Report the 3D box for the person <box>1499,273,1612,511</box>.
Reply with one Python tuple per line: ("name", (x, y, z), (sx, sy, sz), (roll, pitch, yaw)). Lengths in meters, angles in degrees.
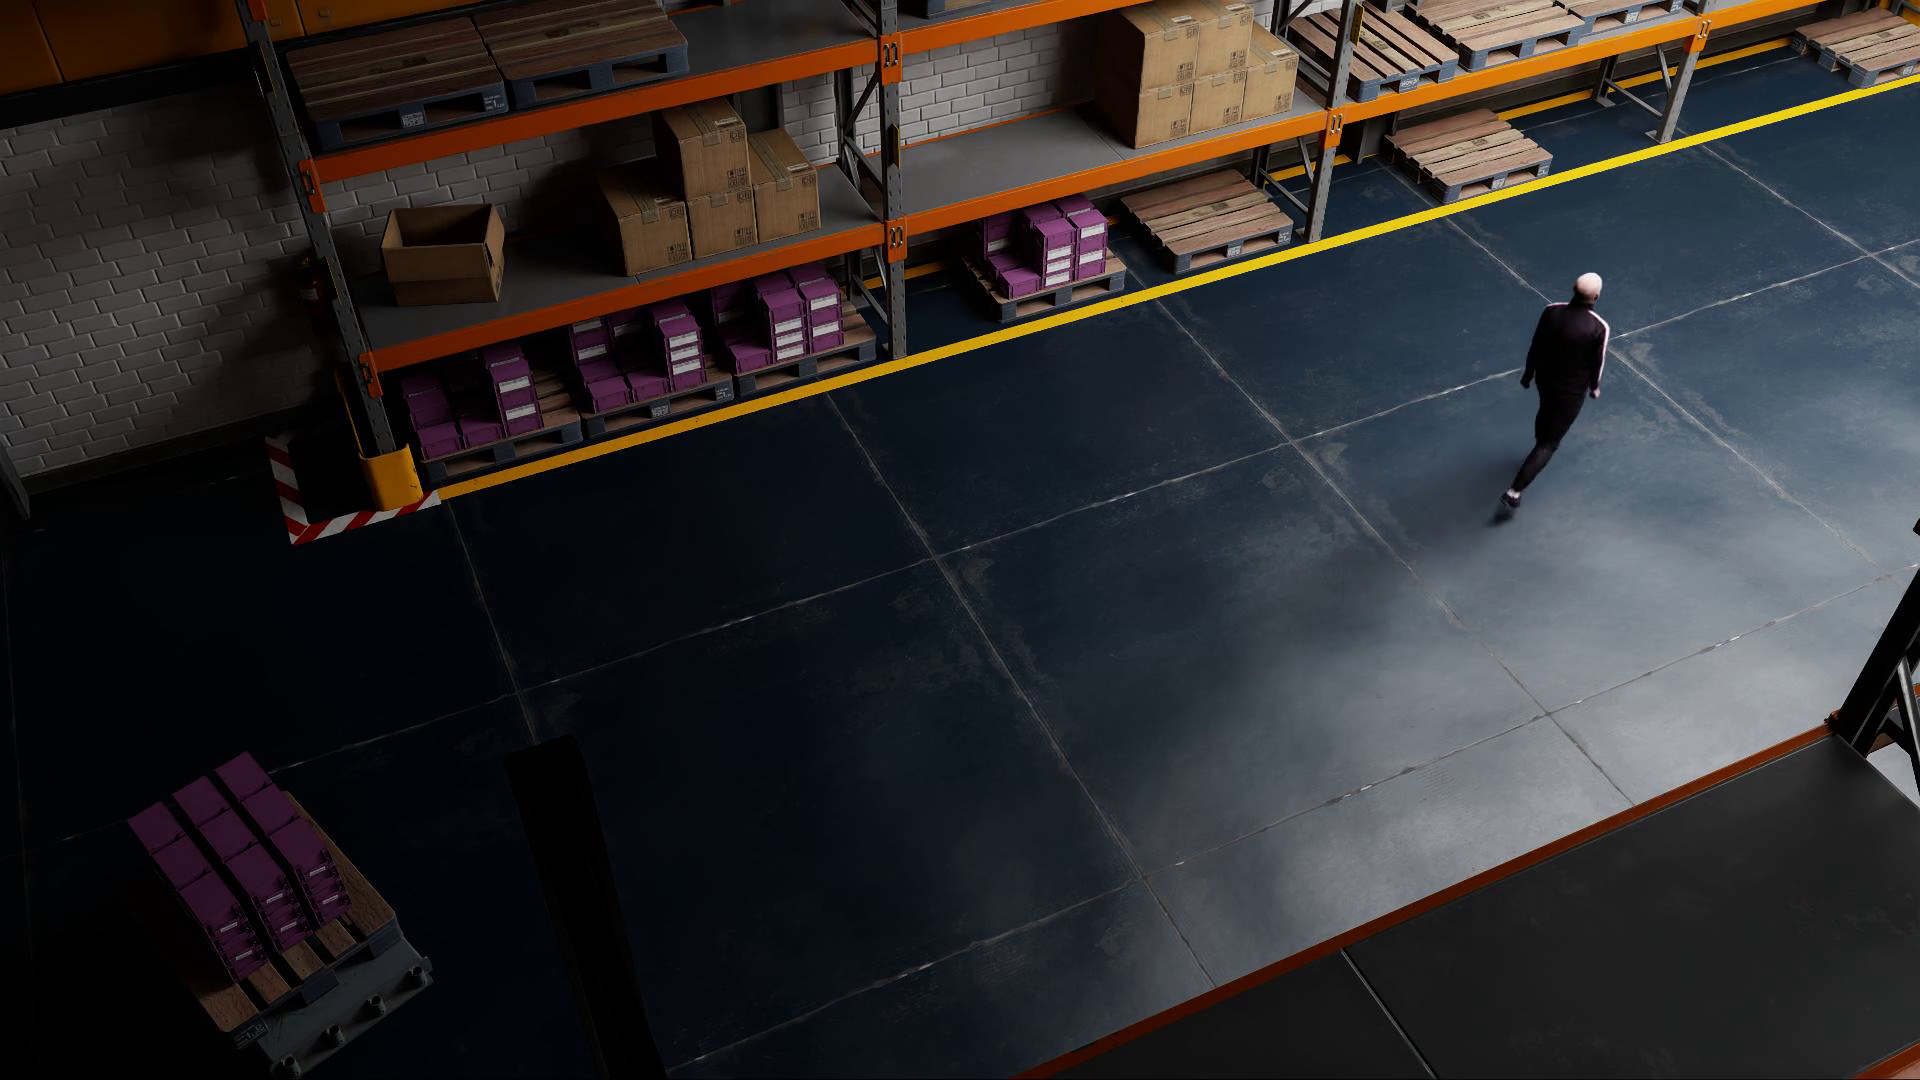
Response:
("person", (4.174, -1.017, 11.708), (1.320, 1.795, 0.915), (-32, 52, -29))
